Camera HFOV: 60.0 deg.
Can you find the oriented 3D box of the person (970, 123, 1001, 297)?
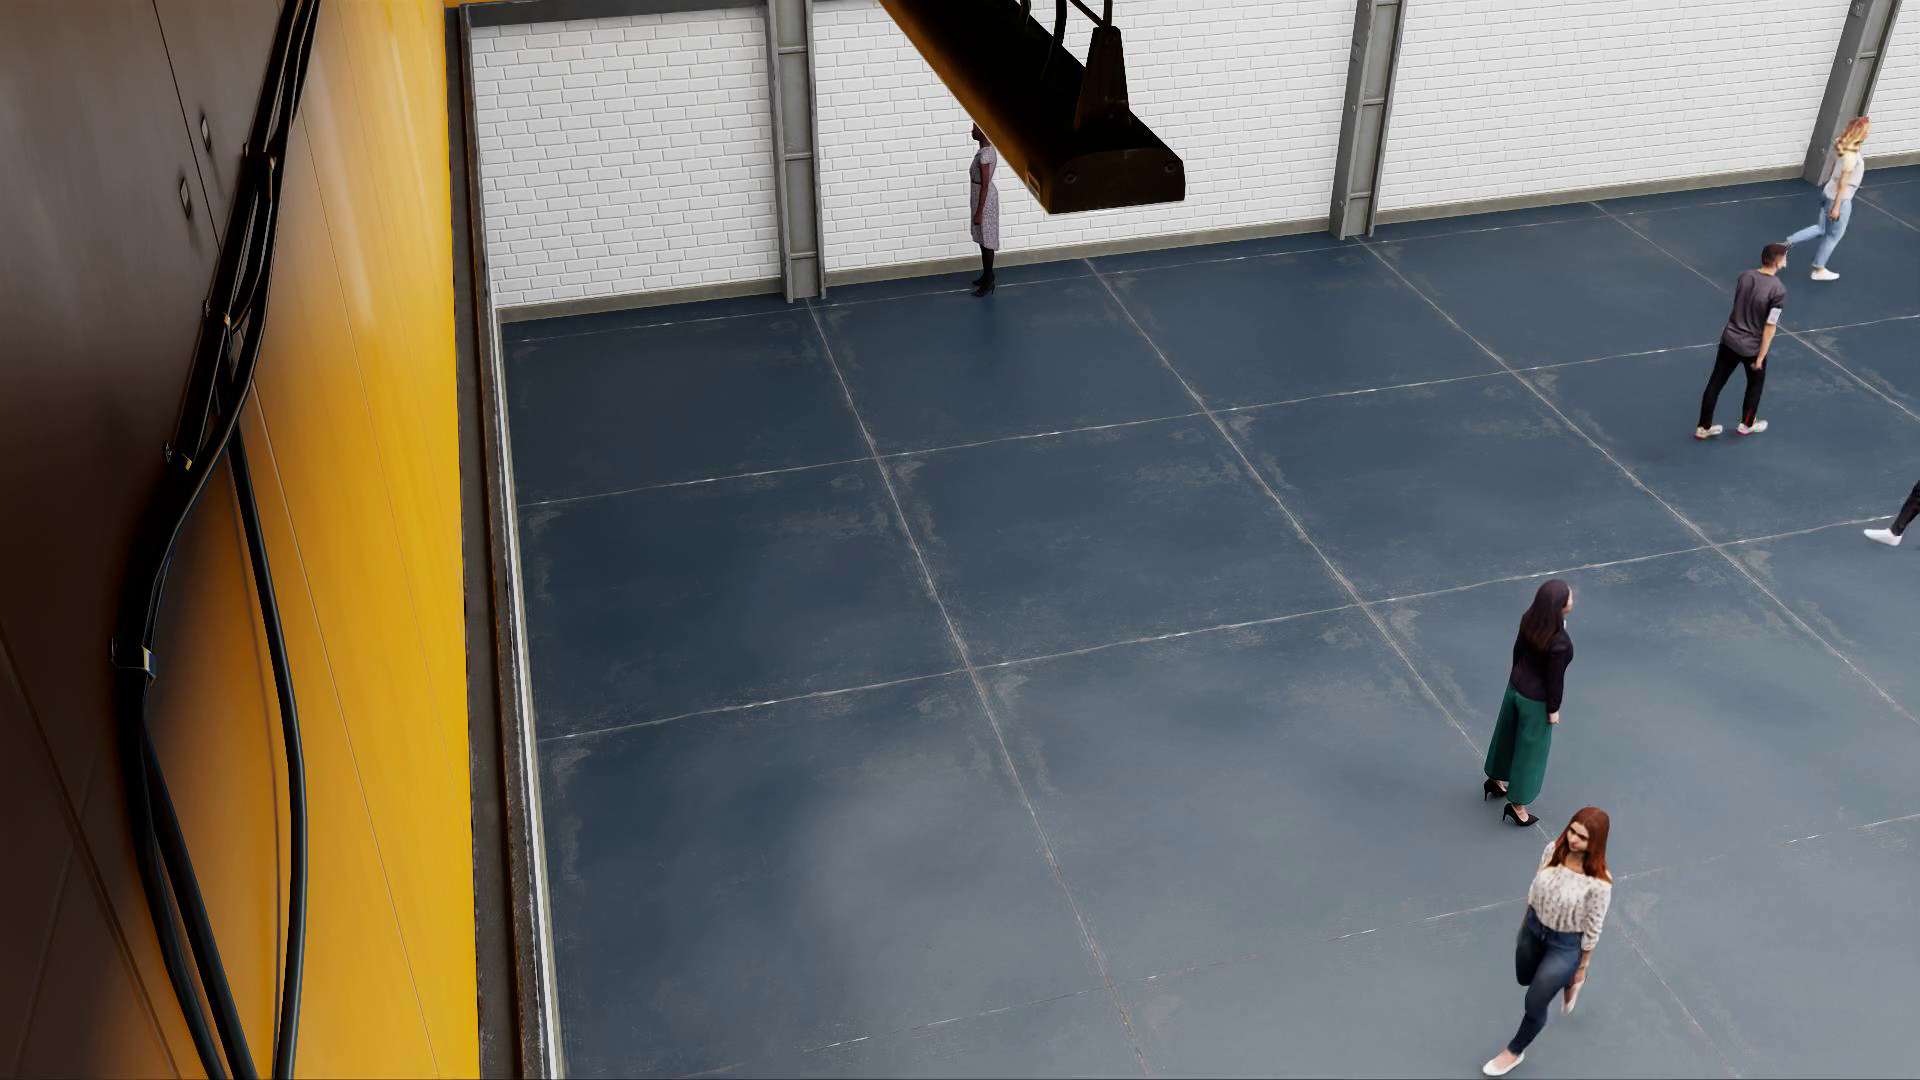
[{"bbox_3d":[0.240,-3.264,16.294,0.643,1.788,0.679,3,34,5],"label":"person"}]

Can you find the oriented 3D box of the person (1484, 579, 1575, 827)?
[{"bbox_3d":[3.432,0.963,9.984,0.493,1.733,0.603,-8,35,-12],"label":"person"}]

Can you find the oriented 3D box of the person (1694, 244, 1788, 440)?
[{"bbox_3d":[6.455,-1.613,13.853,0.930,1.741,0.763,-17,37,-24],"label":"person"}]

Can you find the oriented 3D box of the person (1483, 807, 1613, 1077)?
[{"bbox_3d":[3.070,2.001,8.444,1.040,1.710,0.753,-18,38,-25],"label":"person"}]

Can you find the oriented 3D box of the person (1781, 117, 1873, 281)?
[{"bbox_3d":[8.601,-3.368,16.524,1.028,1.706,0.866,6,34,9],"label":"person"}]
